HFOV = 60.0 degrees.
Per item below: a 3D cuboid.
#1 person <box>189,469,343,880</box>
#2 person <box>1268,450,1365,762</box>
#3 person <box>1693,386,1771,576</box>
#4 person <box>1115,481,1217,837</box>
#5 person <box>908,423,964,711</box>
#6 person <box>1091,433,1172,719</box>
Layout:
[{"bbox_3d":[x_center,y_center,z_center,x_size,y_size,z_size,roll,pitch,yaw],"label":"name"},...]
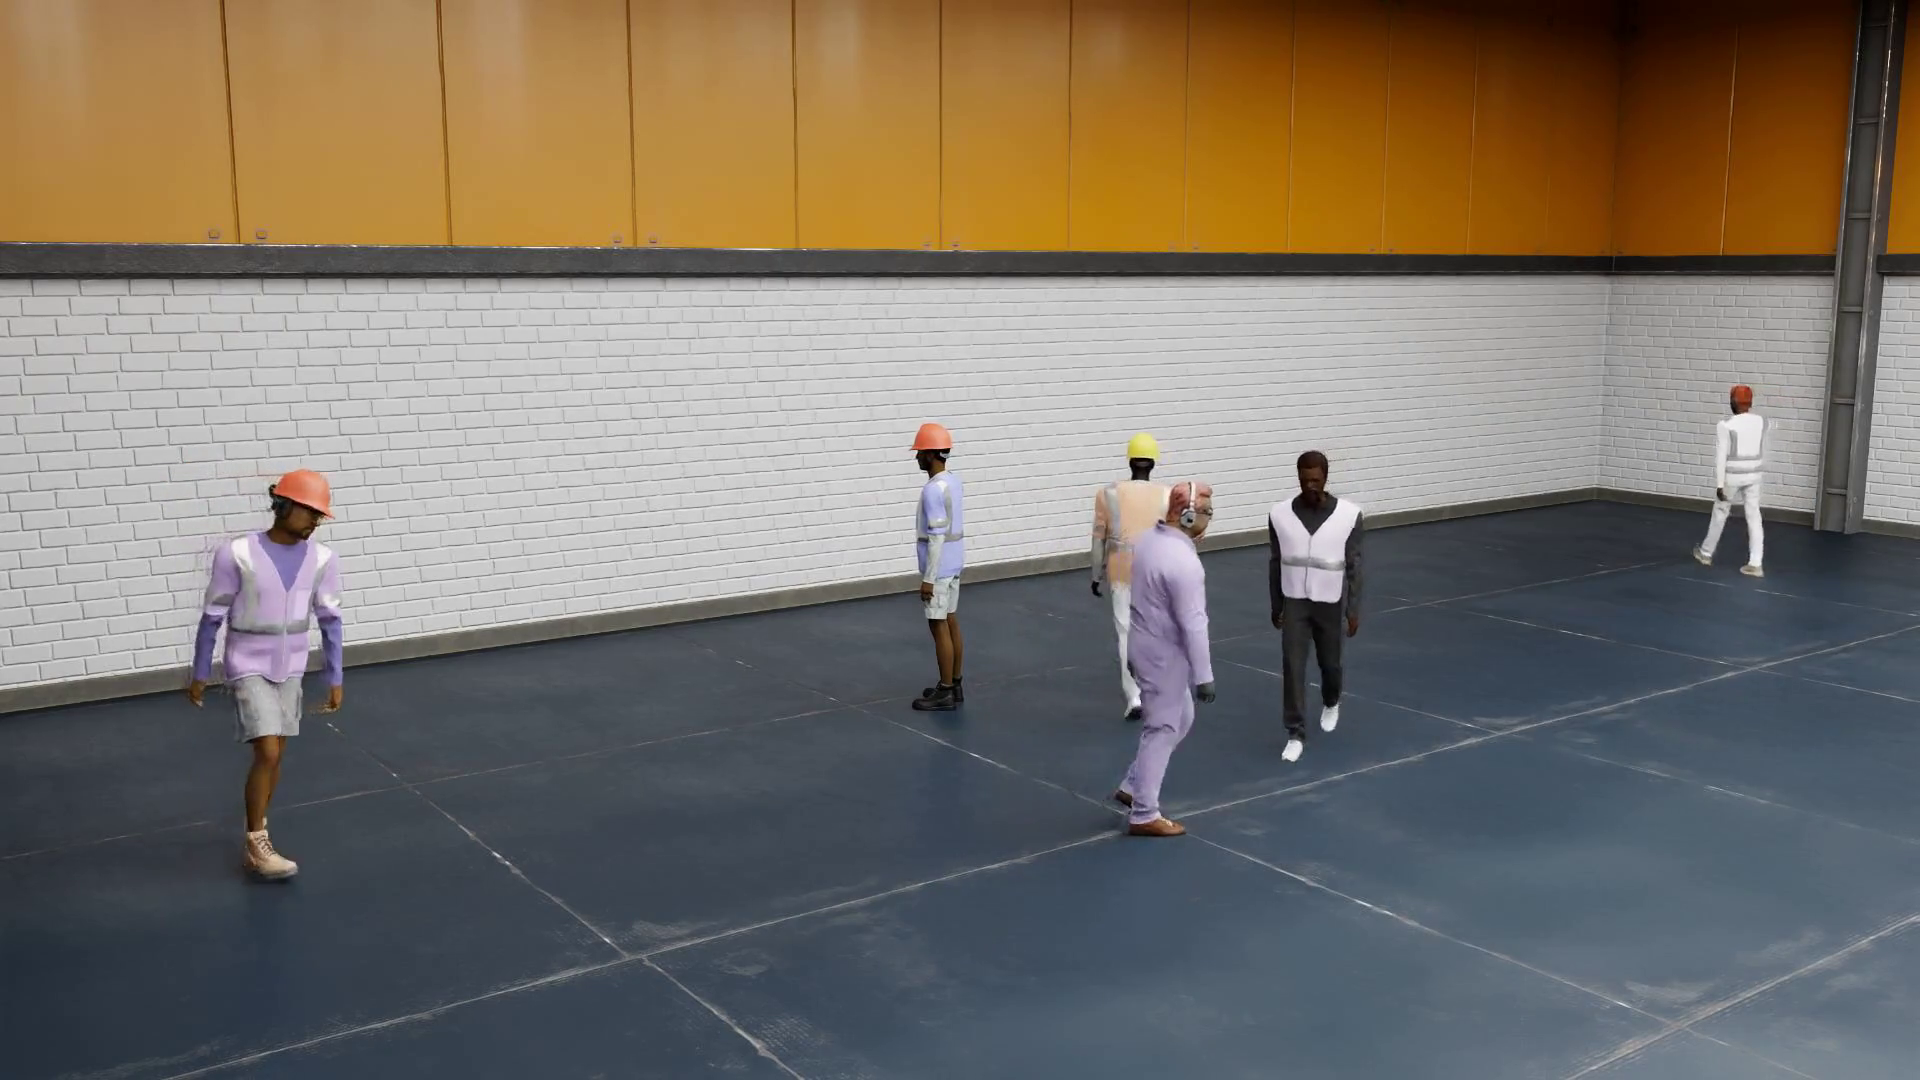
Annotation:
[{"bbox_3d":[-3.346,0.650,8.147,0.696,1.977,0.697,8,12,39],"label":"person"},{"bbox_3d":[2.203,0.360,10.296,0.589,1.878,0.913,4,10,21],"label":"person"},{"bbox_3d":[7.628,-0.599,16.332,0.577,1.829,0.989,-1,9,-3],"label":"person"},{"bbox_3d":[1.080,0.627,8.605,0.463,1.882,0.663,-1,9,-7],"label":"person"},{"bbox_3d":[-0.169,0.183,11.177,0.375,1.935,0.551,3,10,15],"label":"person"},{"bbox_3d":[1.192,0.225,11.125,0.583,1.880,0.998,-1,9,-5],"label":"person"}]
